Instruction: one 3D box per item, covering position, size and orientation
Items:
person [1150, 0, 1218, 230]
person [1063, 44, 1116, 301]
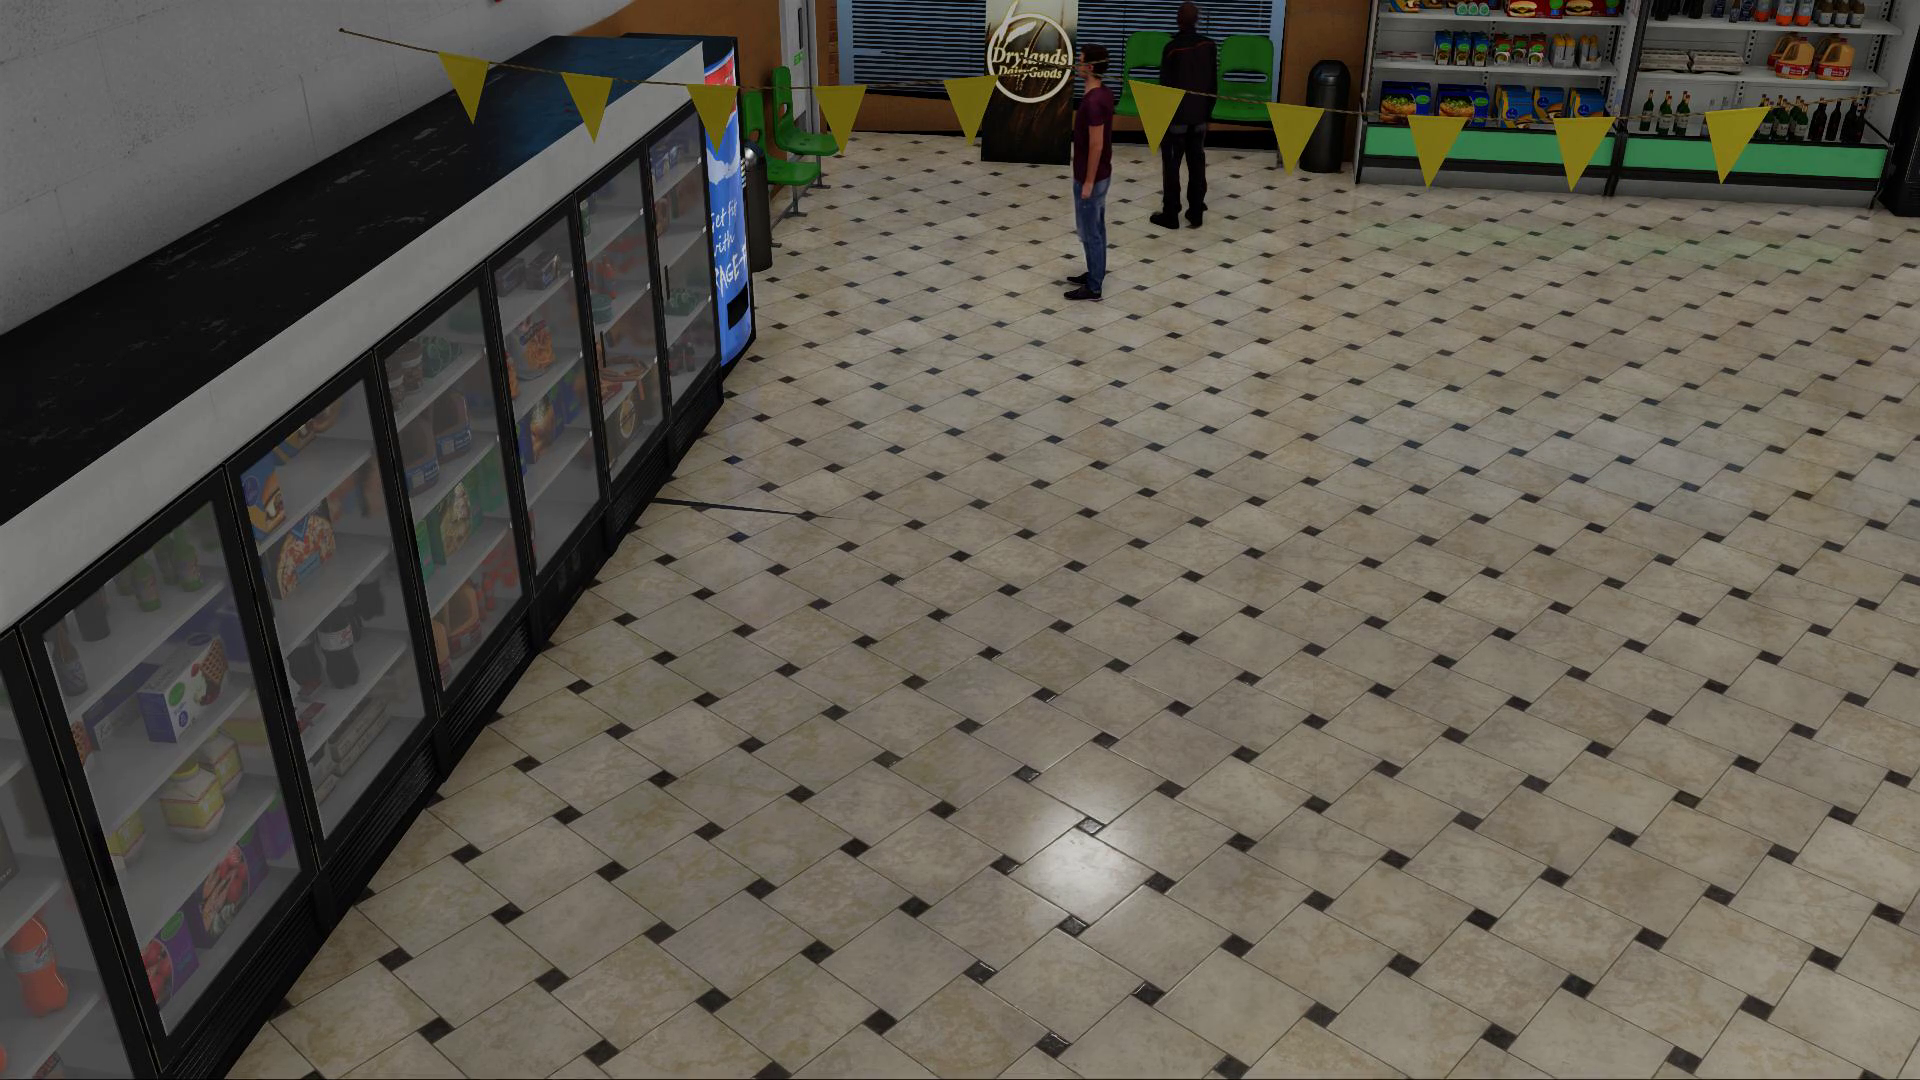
[{"bbox_3d":[1.843,-3.474,13.628,0.733,1.823,0.855,-11,30,-19],"label":"person"},{"bbox_3d":[0.971,-2.685,12.152,0.547,1.854,0.650,6,29,10],"label":"person"}]
